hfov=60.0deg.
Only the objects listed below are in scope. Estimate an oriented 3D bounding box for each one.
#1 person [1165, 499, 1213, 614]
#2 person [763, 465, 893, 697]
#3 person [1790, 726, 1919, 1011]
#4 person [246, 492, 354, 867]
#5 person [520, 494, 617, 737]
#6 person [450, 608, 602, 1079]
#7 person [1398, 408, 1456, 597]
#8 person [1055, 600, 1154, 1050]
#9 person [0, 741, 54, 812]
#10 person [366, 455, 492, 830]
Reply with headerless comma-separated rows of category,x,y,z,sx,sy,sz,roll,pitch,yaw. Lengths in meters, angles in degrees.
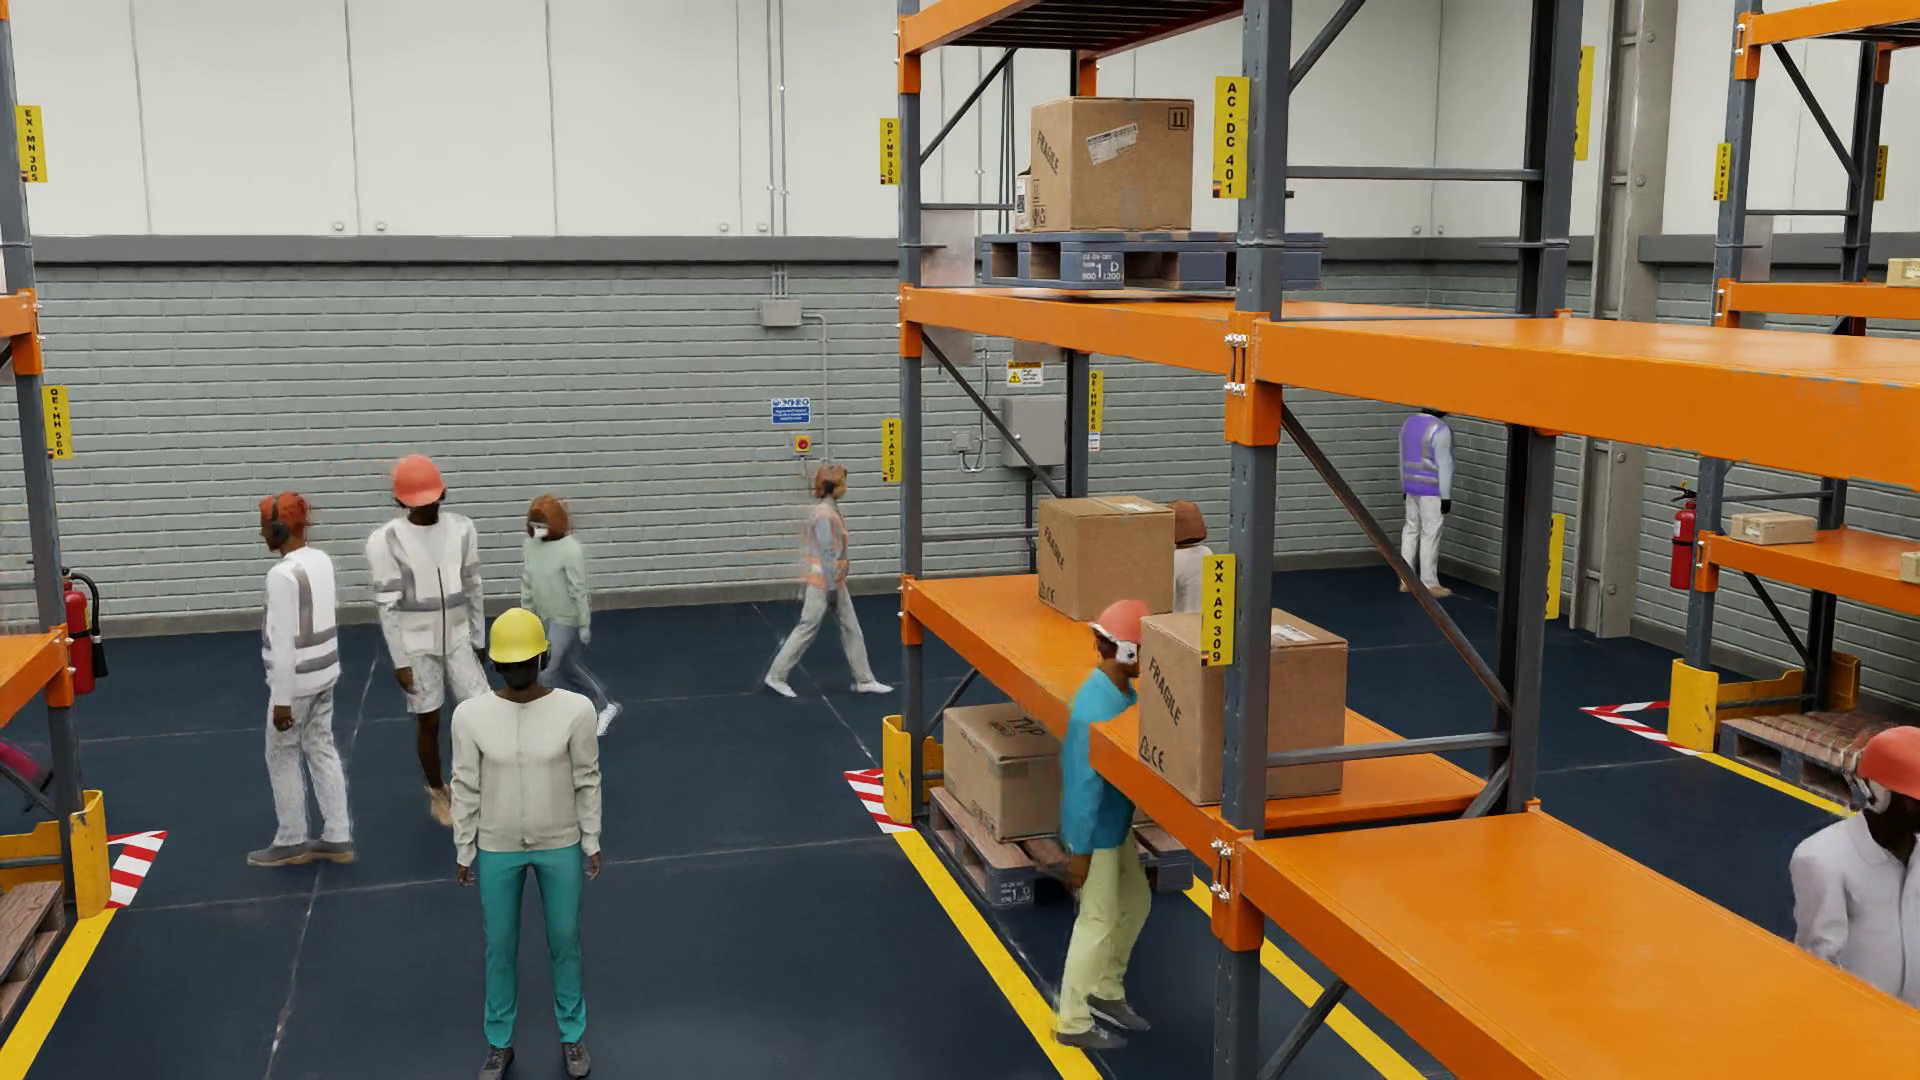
person,1.246,0.581,9.410,0.273,1.635,0.507,8,13,40
person,-0.930,0.282,11.222,0.860,1.597,0.536,1,10,4
person,2.611,1.373,4.698,0.567,1.709,0.880,-3,10,-15
person,-3.264,0.689,8.135,0.516,1.875,0.620,1,10,4
person,-2.400,0.485,10.083,0.515,1.589,0.819,8,13,39
person,-1.563,1.110,6.031,0.533,1.768,0.311,-2,10,-12
person,4.099,-0.423,14.553,0.429,1.841,0.633,-4,11,-20
person,0.611,1.081,6.380,0.489,1.715,0.596,2,10,14
person,-5.045,0.680,8.525,0.500,1.750,0.529,-6,12,-32
person,-2.695,0.548,8.572,0.639,1.998,0.534,-9,13,-42
